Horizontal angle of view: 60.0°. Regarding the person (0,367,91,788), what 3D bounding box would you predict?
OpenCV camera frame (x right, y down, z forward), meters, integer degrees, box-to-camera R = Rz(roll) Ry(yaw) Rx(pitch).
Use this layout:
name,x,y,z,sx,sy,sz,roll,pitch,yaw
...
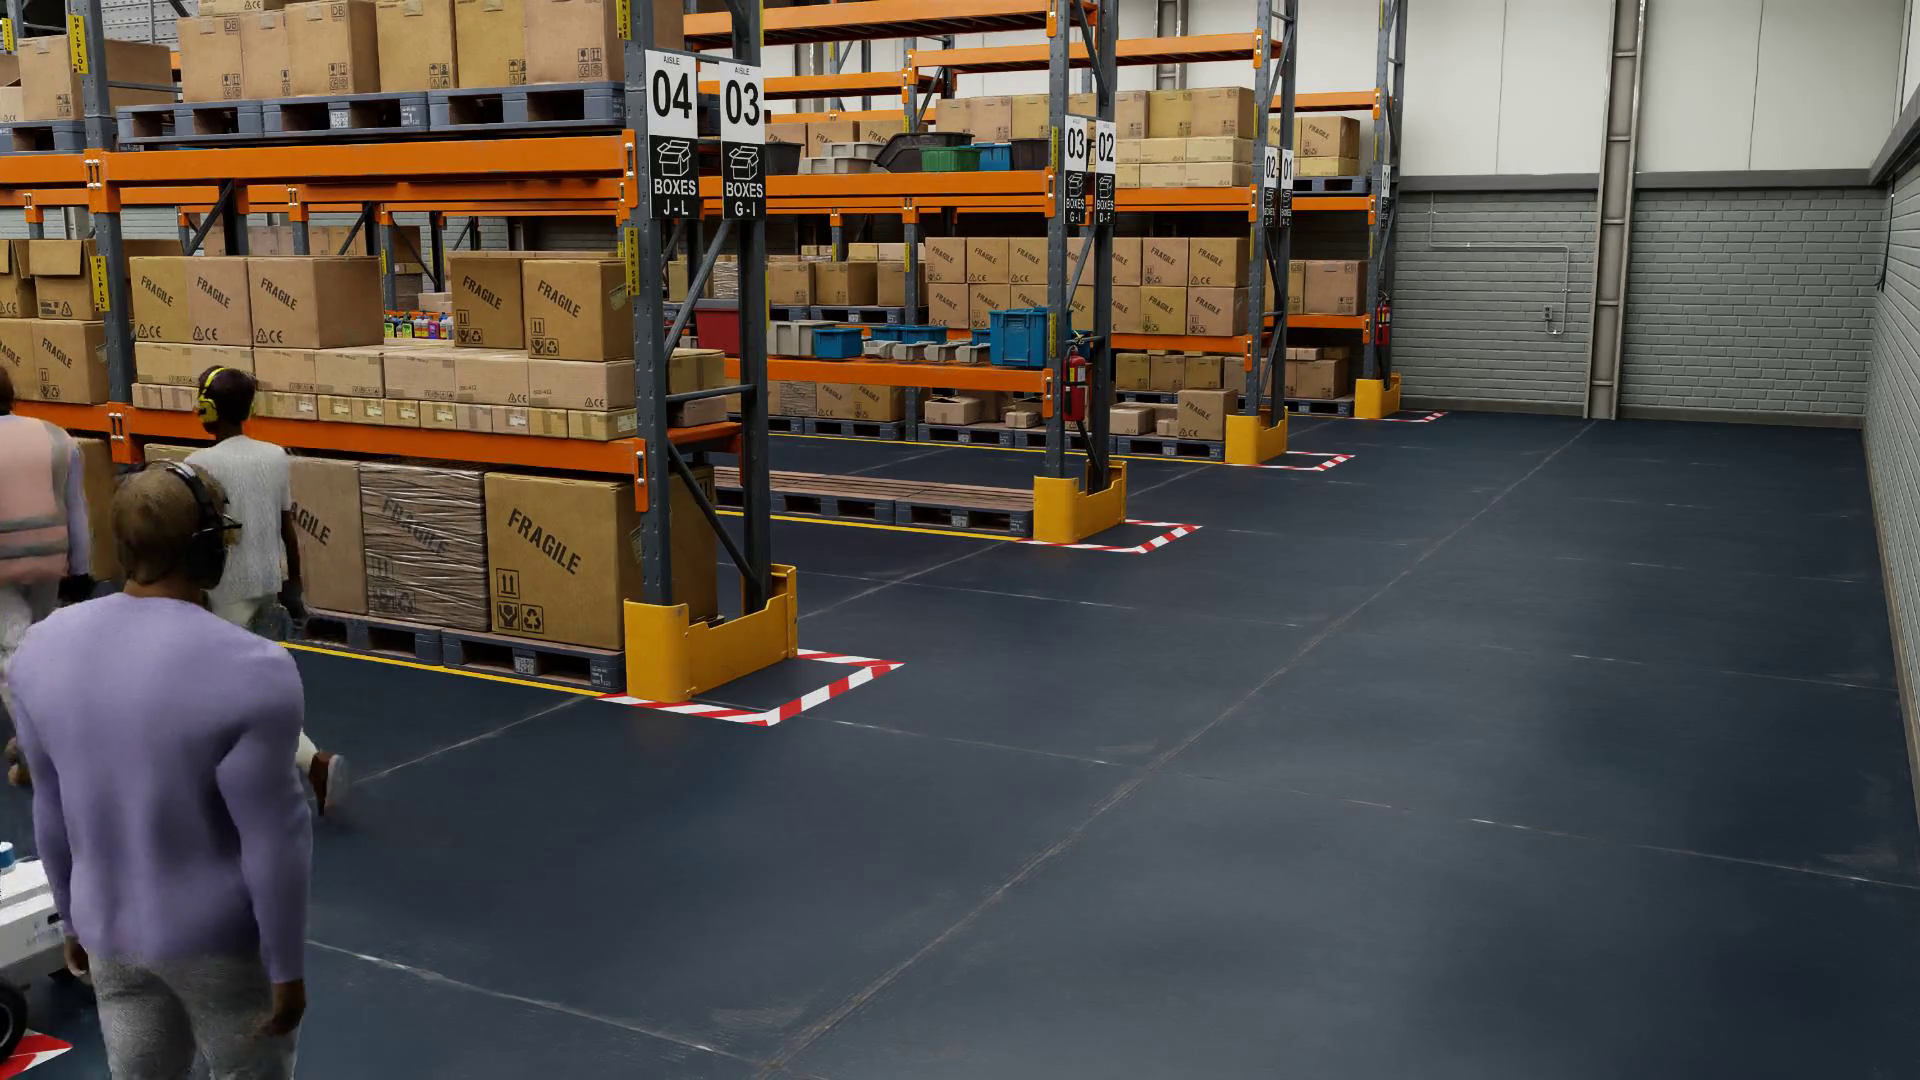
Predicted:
name,x,y,z,sx,sy,sz,roll,pitch,yaw
person,-4.142,0.145,7.135,0.753,1.817,0.645,7,12,32

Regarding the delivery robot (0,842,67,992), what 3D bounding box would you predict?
name,x,y,z,sx,sy,sz,roll,pitch,yaw
delivery robot,-2.841,1.139,4.932,0.477,0.478,0.707,5,12,25

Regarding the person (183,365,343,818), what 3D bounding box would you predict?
name,x,y,z,sx,sy,sz,roll,pitch,yaw
person,-2.832,0.222,6.687,0.805,1.849,0.514,4,11,23

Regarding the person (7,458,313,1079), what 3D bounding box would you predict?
name,x,y,z,sx,sy,sz,roll,pitch,yaw
person,-1.588,0.803,3.289,0.633,1.924,0.705,2,11,11

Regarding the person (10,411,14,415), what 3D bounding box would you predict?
name,x,y,z,sx,sy,sz,roll,pitch,yaw
person,-4.709,0.011,7.882,0.698,1.822,0.636,9,14,40
